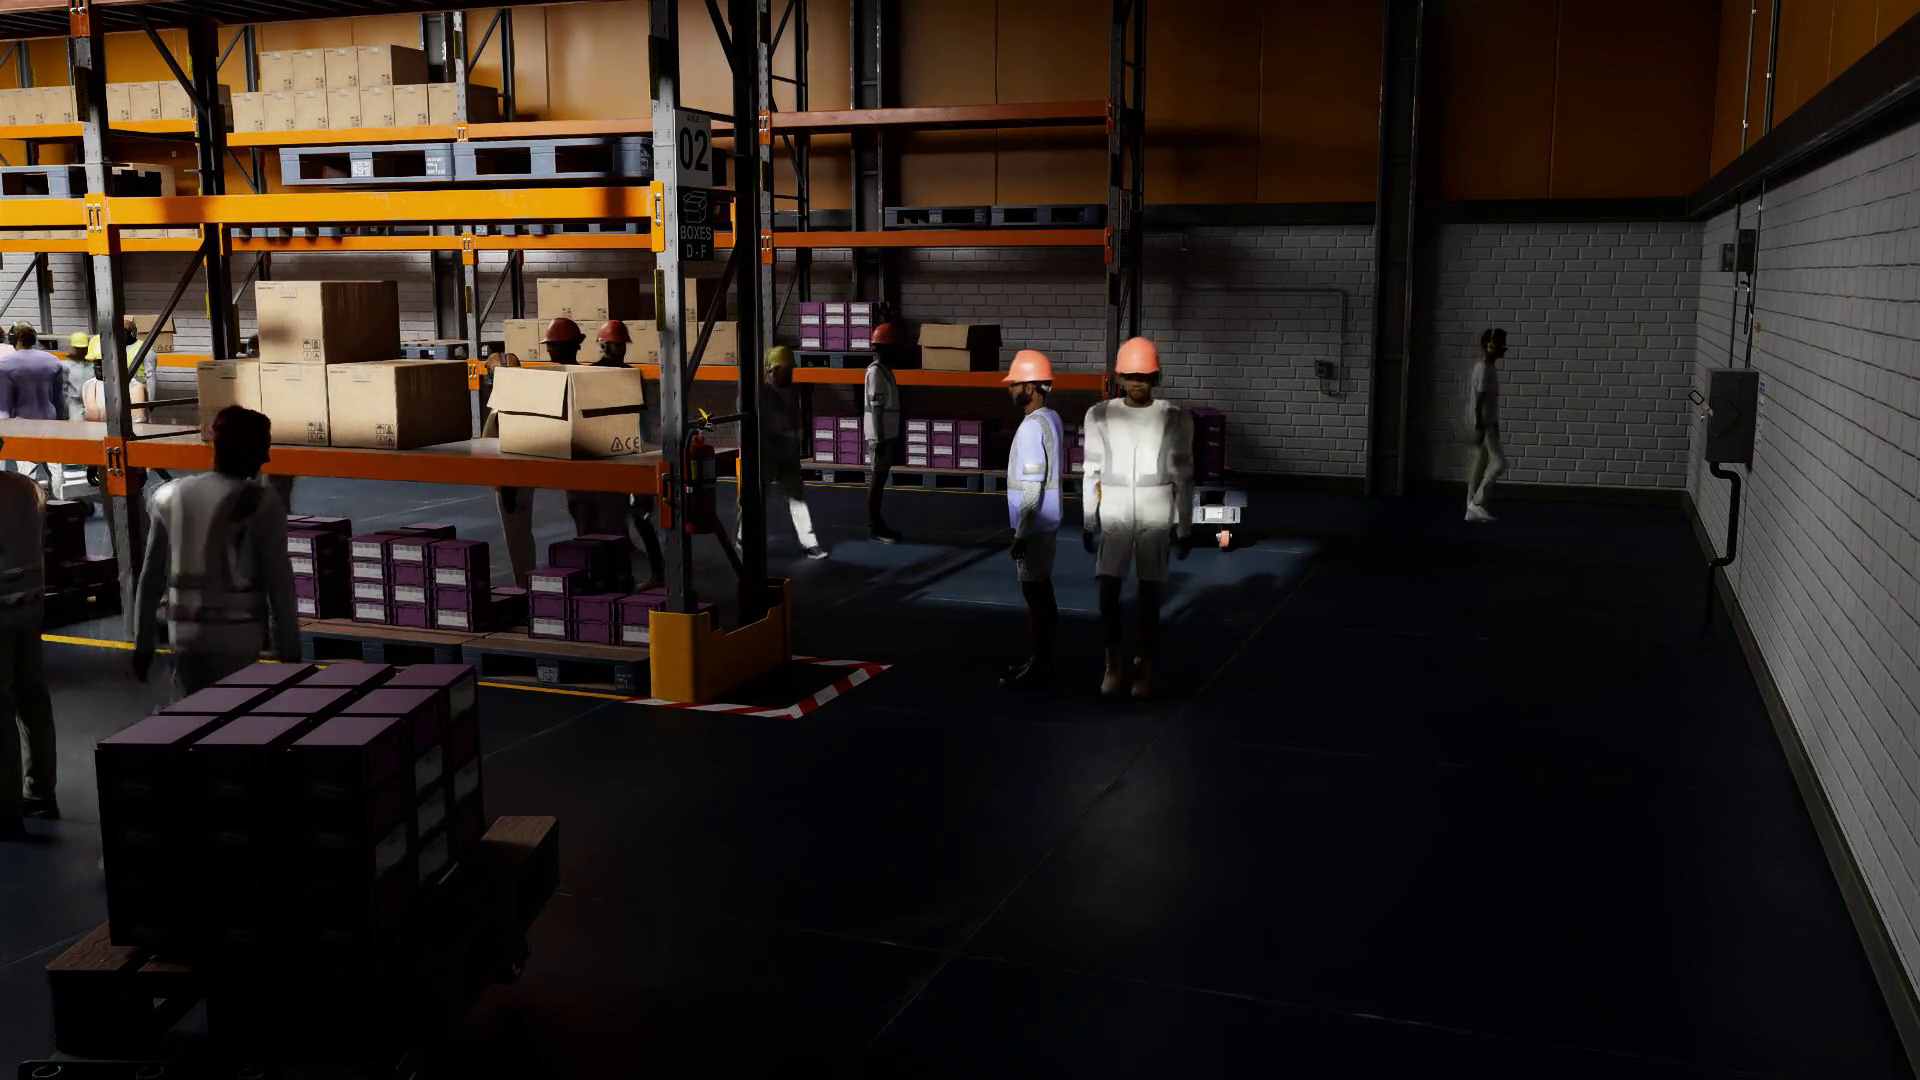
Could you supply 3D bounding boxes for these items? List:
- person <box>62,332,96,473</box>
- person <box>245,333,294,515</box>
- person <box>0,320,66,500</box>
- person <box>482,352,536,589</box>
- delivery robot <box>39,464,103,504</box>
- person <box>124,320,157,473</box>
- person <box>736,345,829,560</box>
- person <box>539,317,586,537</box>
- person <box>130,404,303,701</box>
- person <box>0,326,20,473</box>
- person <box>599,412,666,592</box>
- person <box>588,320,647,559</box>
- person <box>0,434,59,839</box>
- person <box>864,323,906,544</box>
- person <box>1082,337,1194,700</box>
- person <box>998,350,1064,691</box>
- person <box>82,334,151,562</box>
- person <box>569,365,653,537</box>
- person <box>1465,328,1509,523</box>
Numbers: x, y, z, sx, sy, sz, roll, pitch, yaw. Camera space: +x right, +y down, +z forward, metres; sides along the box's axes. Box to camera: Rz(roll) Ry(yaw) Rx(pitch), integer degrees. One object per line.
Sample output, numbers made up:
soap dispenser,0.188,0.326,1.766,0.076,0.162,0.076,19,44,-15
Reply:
person,-9.823,-1.472,18.716,0.541,1.720,0.486,7,12,39
person,-5.289,-0.633,12.779,0.443,1.929,0.667,-7,12,-38
person,-8.598,-1.055,15.404,0.371,1.940,0.627,5,11,30
person,-3.119,-0.387,11.555,0.430,1.836,0.618,-1,9,-9
delivery robot,-8.457,-0.487,15.873,0.477,0.478,0.707,3,10,17
person,-9.864,-1.701,19.810,0.624,1.837,0.428,2,9,13
person,-1.535,-0.731,13.870,0.955,1.784,0.618,7,12,38
person,-2.932,-0.643,12.488,0.393,2.041,0.613,-1,9,-6
person,-2.900,0.399,6.524,0.603,1.855,0.462,2,9,15
person,-10.567,-1.470,18.320,0.429,1.840,0.630,7,11,36
person,-2.436,-0.416,12.211,0.550,1.668,0.544,1,9,4
person,-2.836,-0.805,13.654,0.381,1.995,0.610,5,10,30
person,-4.070,0.344,6.981,0.404,1.824,0.586,1,9,5
person,-0.654,-0.938,14.669,0.374,1.935,0.552,1,9,4
person,0.974,-0.101,9.160,0.621,2.023,0.512,2,9,10
person,0.404,-0.108,9.455,0.354,1.939,0.545,2,9,14
person,-6.421,-0.607,12.657,0.587,1.919,0.399,3,10,19
person,-2.403,-0.313,11.375,0.654,1.745,0.363,4,10,23
person,5.031,-1.073,15.772,0.452,1.853,0.563,3,10,20
